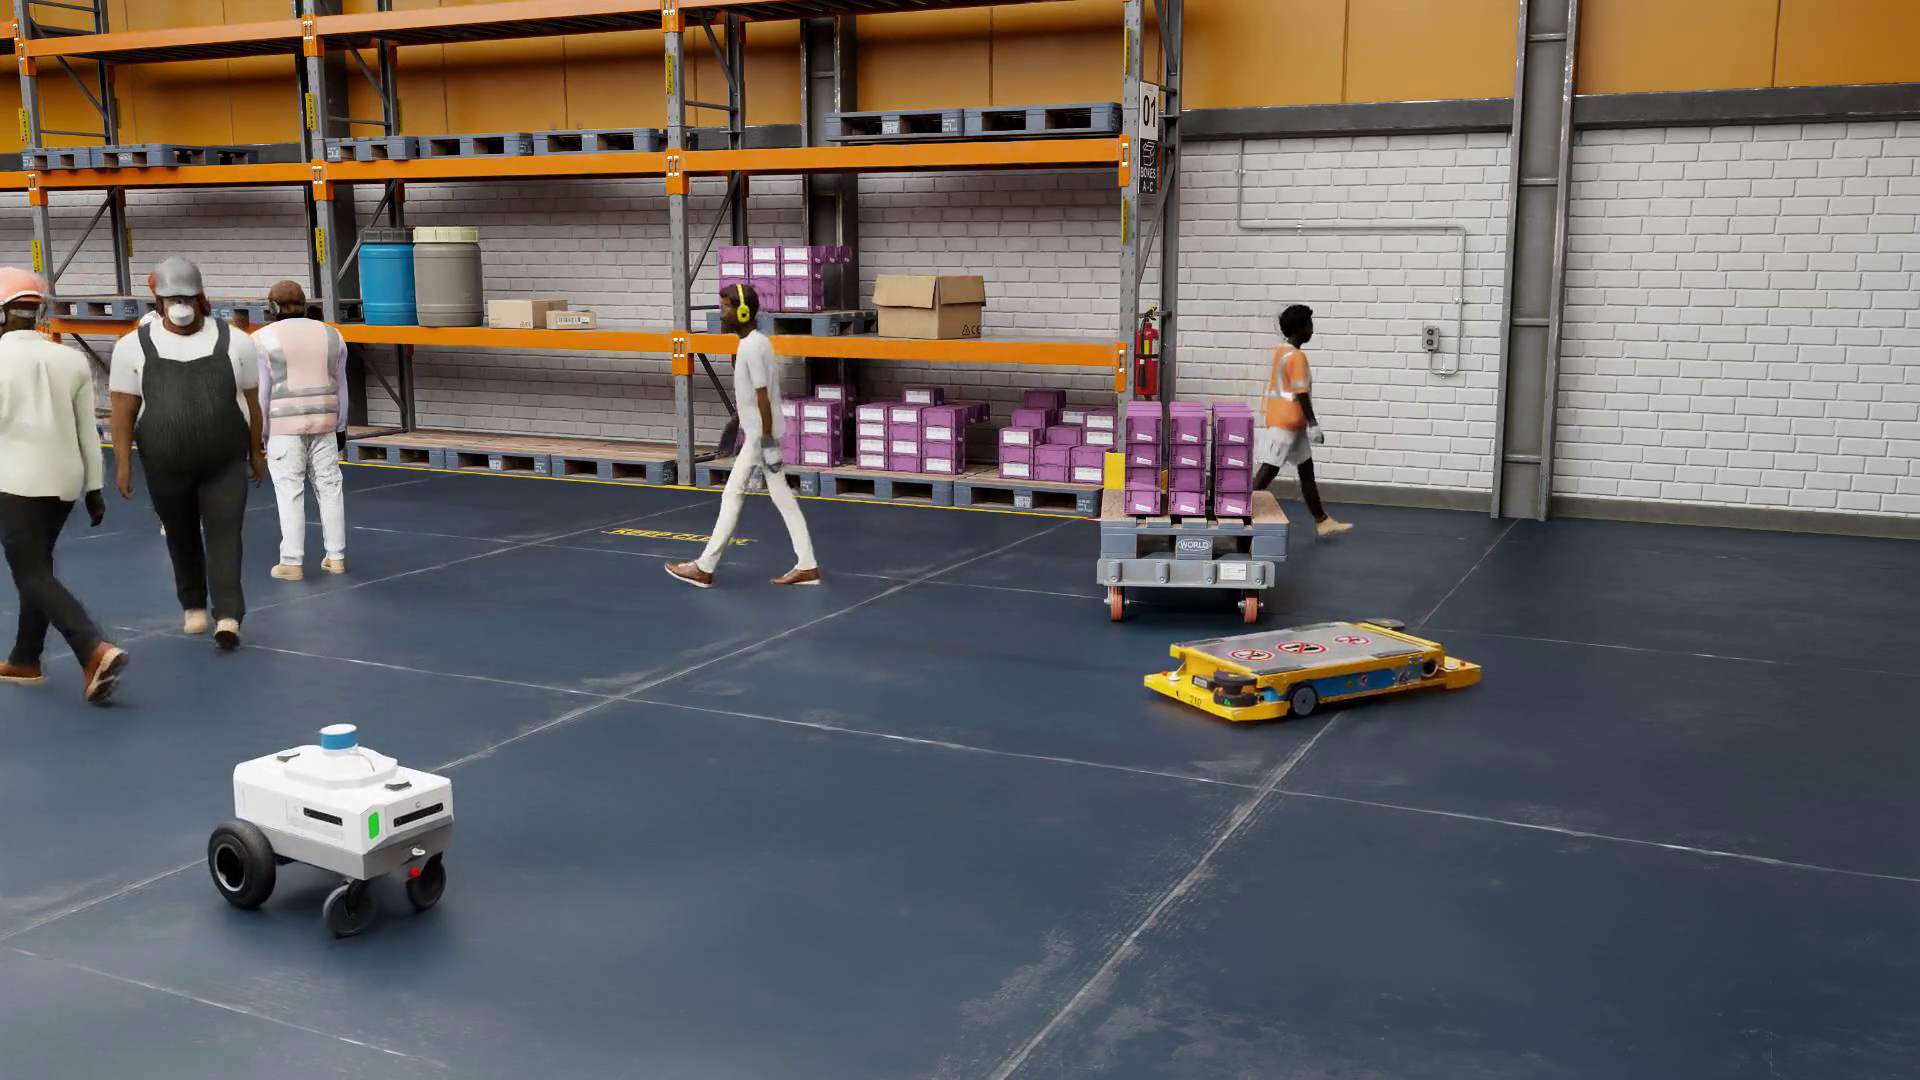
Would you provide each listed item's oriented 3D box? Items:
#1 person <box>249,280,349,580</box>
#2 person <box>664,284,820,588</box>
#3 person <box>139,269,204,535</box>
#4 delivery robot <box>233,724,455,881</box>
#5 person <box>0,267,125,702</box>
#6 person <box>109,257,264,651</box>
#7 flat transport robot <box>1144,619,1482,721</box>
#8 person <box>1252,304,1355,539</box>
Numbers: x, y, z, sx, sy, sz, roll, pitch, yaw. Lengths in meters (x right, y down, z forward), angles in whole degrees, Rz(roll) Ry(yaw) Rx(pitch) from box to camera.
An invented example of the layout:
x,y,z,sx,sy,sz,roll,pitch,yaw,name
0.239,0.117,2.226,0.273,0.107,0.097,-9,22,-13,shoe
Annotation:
x,y,z,sx,sy,sz,roll,pitch,yaw,name
-4.080,-0.673,10.256,0.429,1.838,0.622,9,14,43,person
-1.288,-0.608,9.933,0.954,1.816,0.520,0,10,2,person
-5.606,-0.979,11.870,0.356,1.882,0.574,-1,10,-8,person
-1.902,0.814,5.136,0.707,0.478,0.477,6,12,32,delivery robot
-4.135,-0.249,7.500,0.965,1.953,0.621,5,11,24,person
-3.926,-0.464,8.468,0.704,2.000,1.030,-4,11,-22,person
1.618,0.574,7.590,1.431,0.197,0.652,-5,11,-28,flat transport robot
2.291,-0.796,11.491,0.885,1.650,0.537,1,10,6,person
